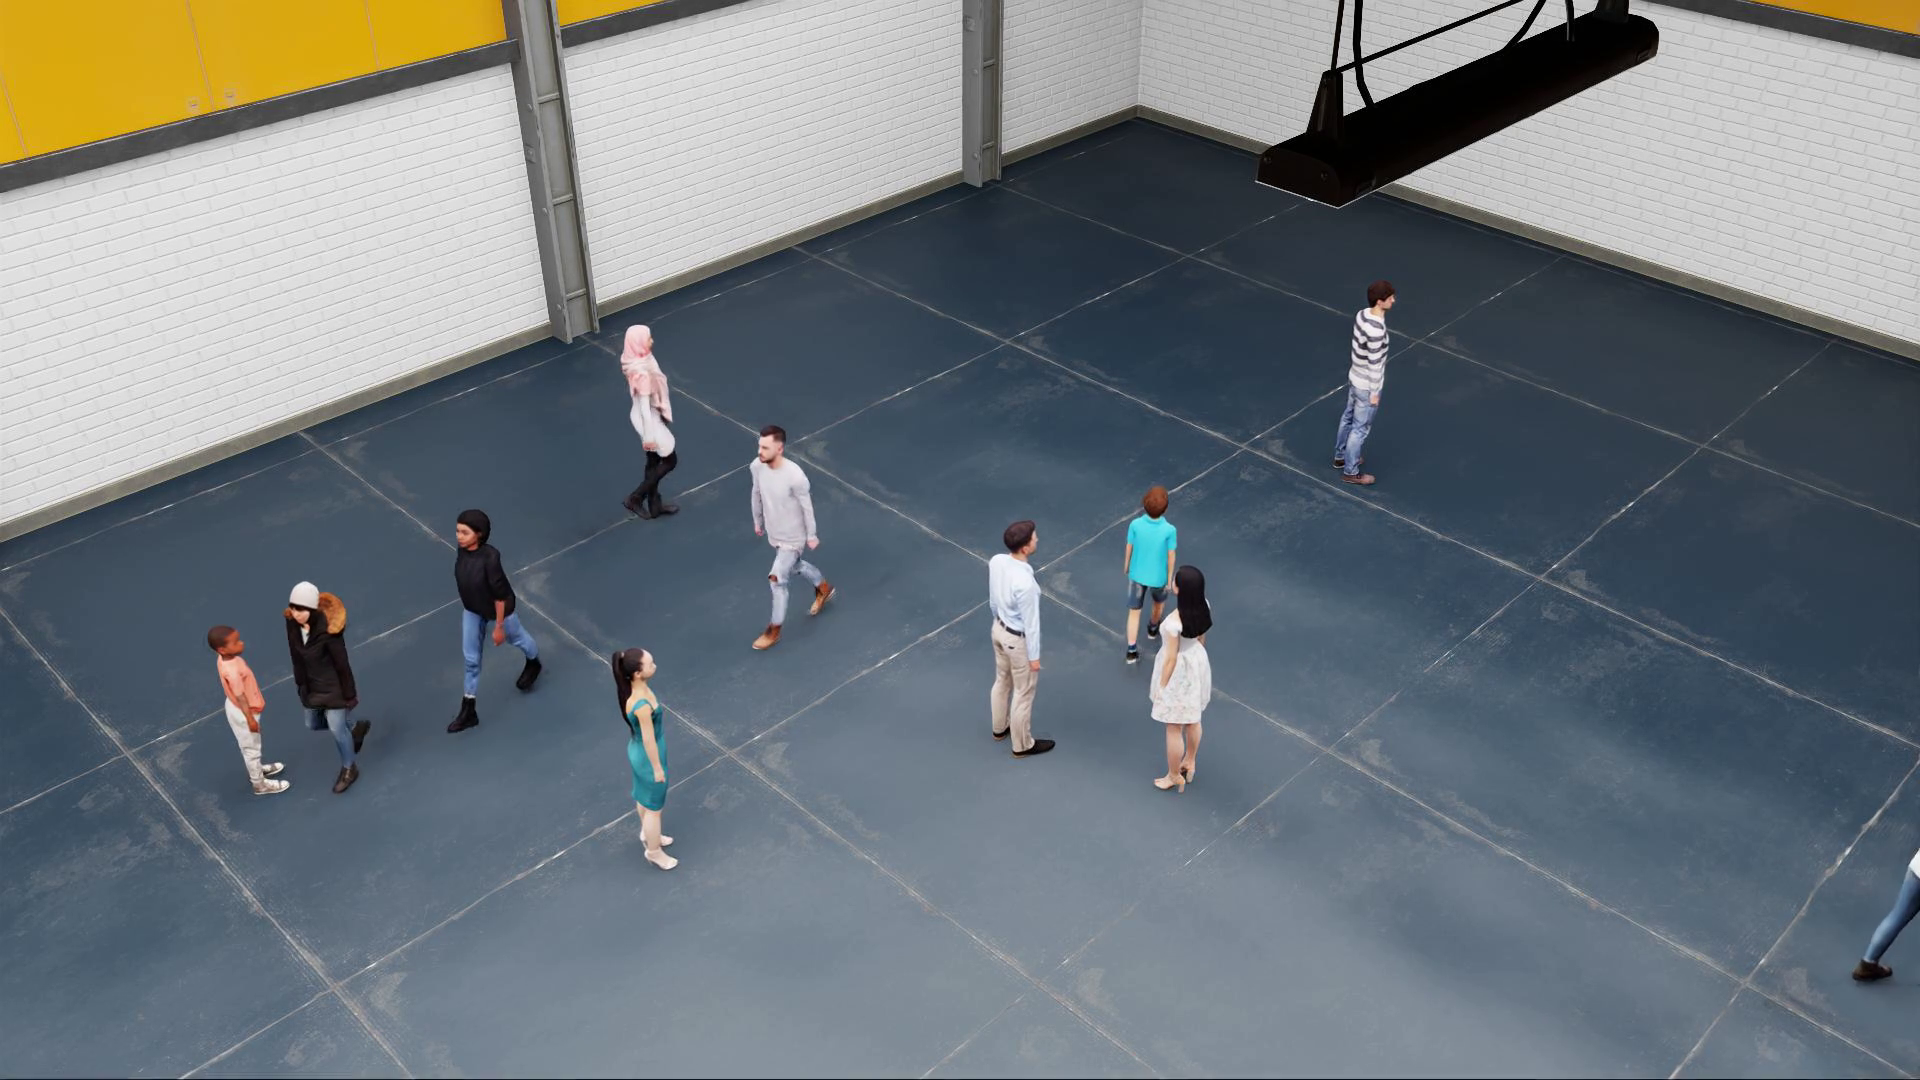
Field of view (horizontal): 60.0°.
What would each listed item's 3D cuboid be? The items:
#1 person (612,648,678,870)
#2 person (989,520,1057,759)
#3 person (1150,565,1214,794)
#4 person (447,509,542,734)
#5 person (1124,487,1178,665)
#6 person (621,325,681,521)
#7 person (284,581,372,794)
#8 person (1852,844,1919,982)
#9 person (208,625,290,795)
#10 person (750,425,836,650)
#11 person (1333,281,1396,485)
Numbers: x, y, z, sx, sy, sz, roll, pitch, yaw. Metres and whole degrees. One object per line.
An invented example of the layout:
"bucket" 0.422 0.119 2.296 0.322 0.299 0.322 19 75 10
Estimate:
"person" -1.954 1.354 10.401 0.601 1.688 0.611 -12 35 -17
"person" 0.387 0.661 11.301 0.674 1.847 0.698 -19 38 -26
"person" 1.457 0.919 10.979 0.689 1.774 0.551 28 43 36
"person" -3.246 0.480 11.757 0.878 1.644 1.250 14 36 20
"person" 1.377 0.272 12.265 0.827 1.427 1.005 8 34 12
"person" -2.659 -0.931 13.742 0.831 1.796 0.757 -14 36 -20
"person" -4.197 0.920 11.112 0.782 1.625 0.865 13 36 18
"person" 5.554 1.957 9.558 1.070 1.617 0.922 -6 34 -9
"person" -4.788 1.120 11.096 0.544 1.309 0.541 -16 37 -23
"person" -1.249 -0.088 12.469 0.744 1.800 1.130 24 40 32
"person" 3.497 -1.382 14.371 0.757 1.850 0.717 -2 34 -3
